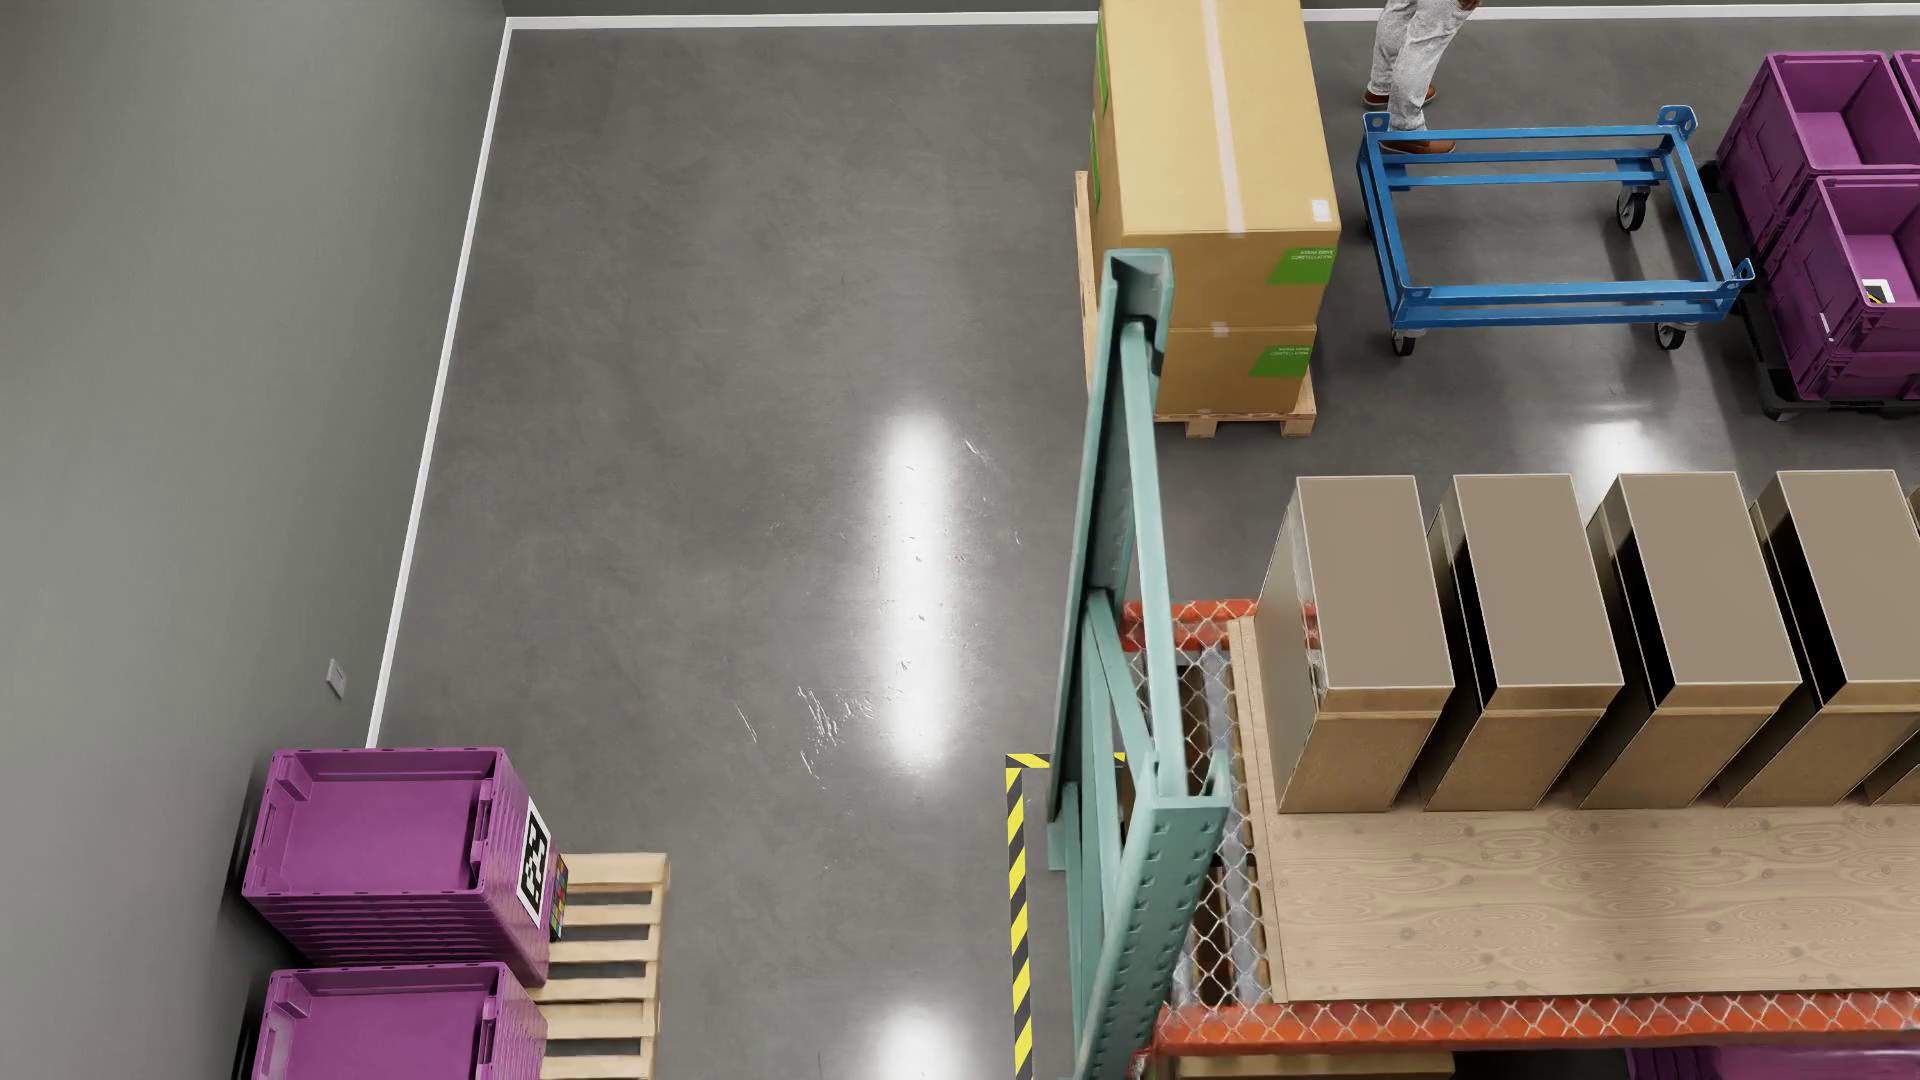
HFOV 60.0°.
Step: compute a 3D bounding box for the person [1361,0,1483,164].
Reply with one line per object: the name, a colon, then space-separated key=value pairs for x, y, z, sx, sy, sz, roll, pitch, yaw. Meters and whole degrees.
person: x=1.819 y=-2.238 z=6.075 sx=0.372 sy=1.940 sz=0.632 roll=-3 pitch=58 yaw=-2
